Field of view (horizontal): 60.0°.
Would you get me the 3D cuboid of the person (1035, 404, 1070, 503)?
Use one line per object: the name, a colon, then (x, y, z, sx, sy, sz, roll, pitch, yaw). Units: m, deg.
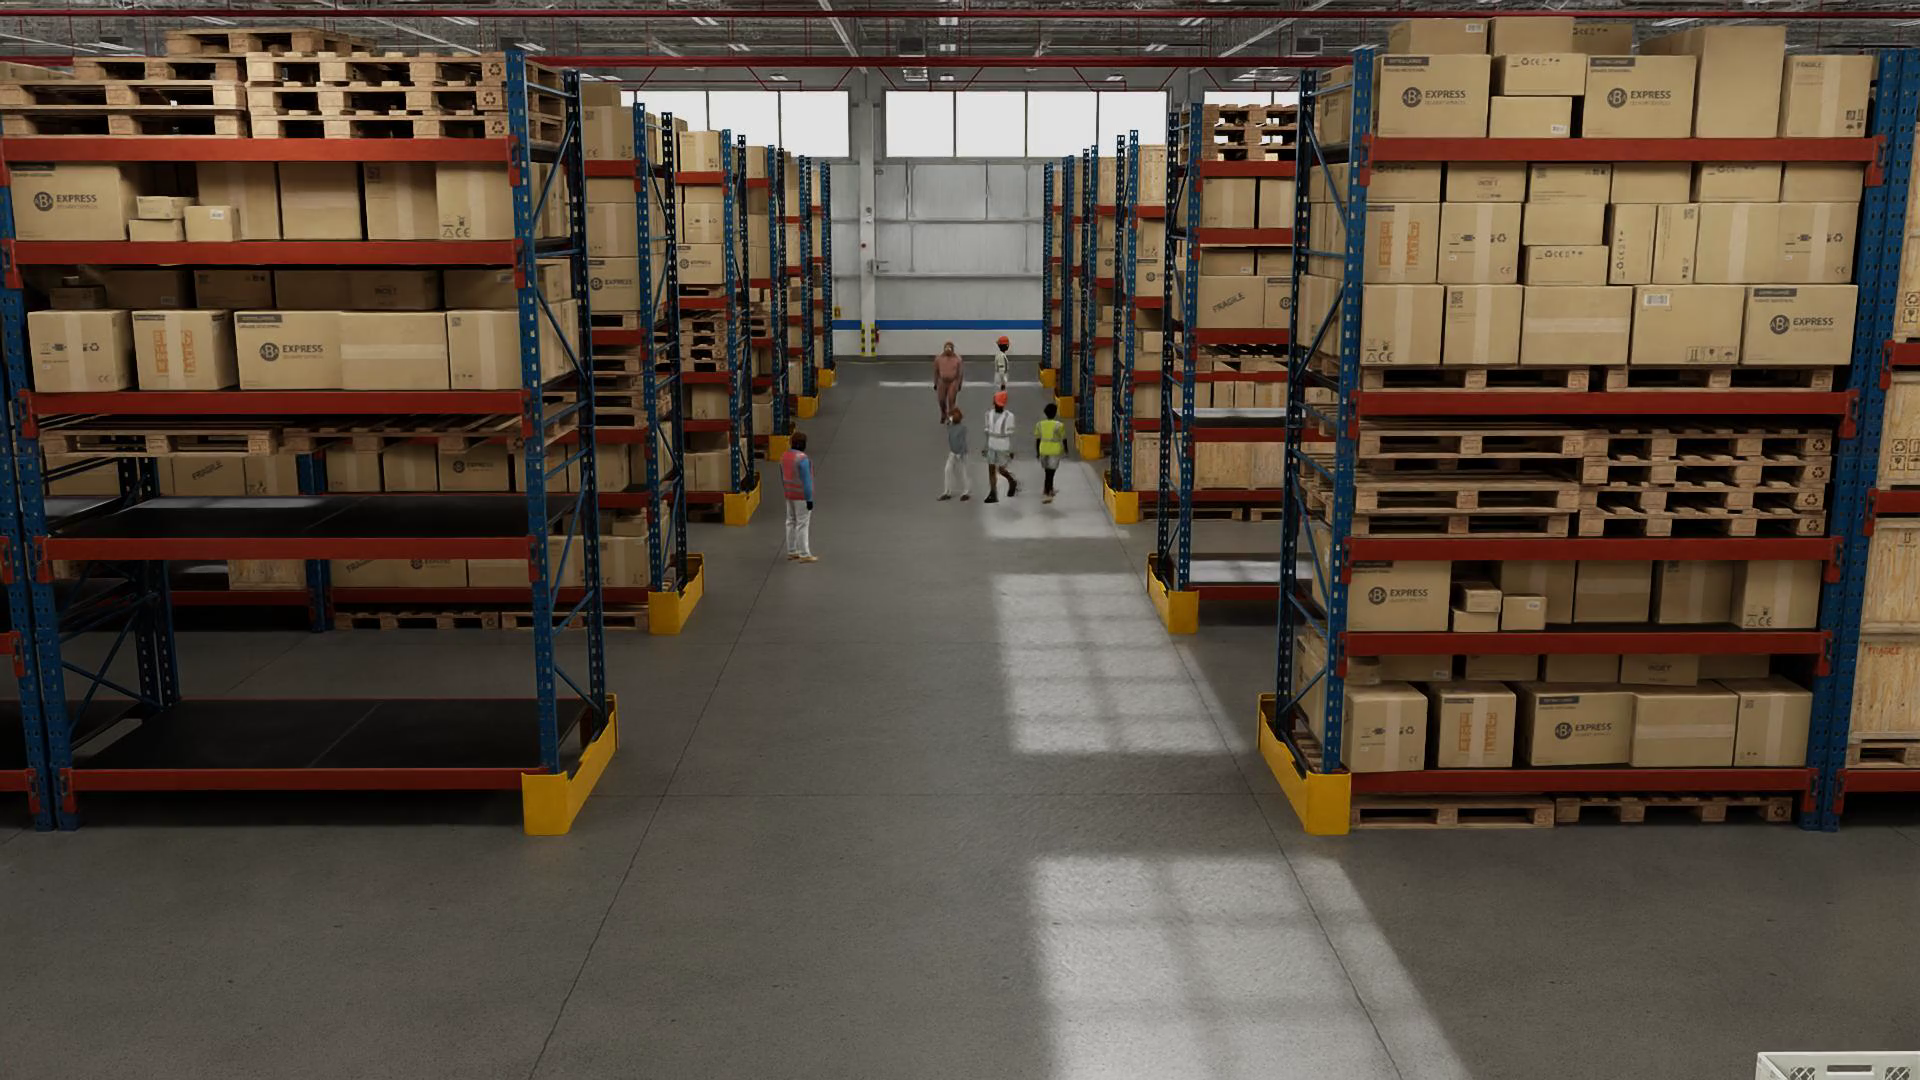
person: (1.546, -1.476, 28.071, 0.546, 1.647, 0.888, 7, 13, 31)

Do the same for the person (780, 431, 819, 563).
person: (-2.242, -0.598, 23.247, 0.429, 1.847, 0.627, -9, 15, -39)

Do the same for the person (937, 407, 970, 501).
person: (-0.092, -1.423, 27.934, 0.693, 1.604, 0.504, -10, 15, -41)

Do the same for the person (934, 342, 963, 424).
person: (-0.268, -3.565, 37.818, 0.677, 1.890, 0.435, 1, 11, 5)

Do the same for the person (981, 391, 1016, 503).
person: (0.679, -1.571, 27.917, 0.577, 1.906, 0.592, 9, 14, 37)

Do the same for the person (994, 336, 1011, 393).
person: (0.966, -3.586, 37.558, 0.375, 2.044, 0.605, 0, 11, -2)
